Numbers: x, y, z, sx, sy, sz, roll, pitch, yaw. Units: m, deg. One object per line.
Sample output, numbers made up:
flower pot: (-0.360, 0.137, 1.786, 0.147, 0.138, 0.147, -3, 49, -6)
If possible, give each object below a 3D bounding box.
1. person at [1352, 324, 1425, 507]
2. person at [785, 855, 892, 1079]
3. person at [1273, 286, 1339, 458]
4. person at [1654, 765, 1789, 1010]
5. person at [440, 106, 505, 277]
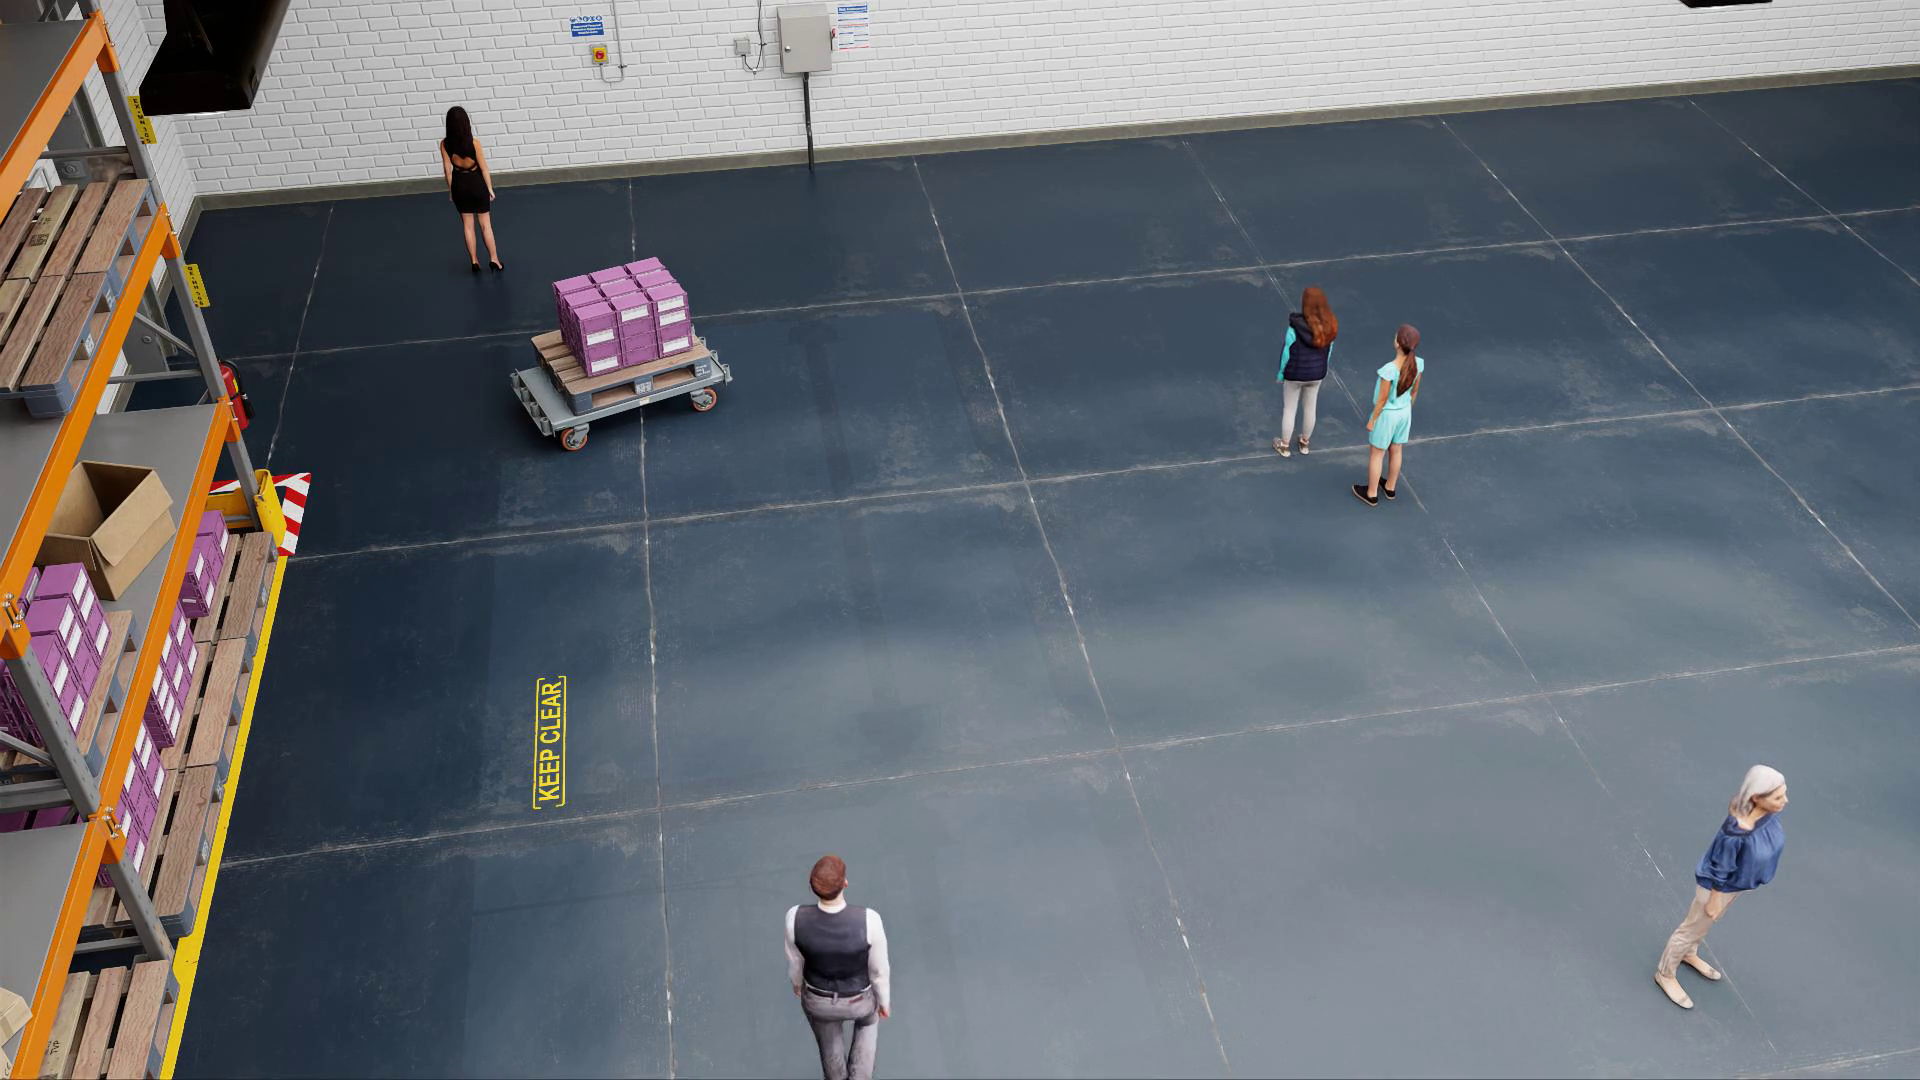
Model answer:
person: (3.281, -0.958, 12.640, 0.602, 1.558, 0.608, -16, 41, -19)
person: (-0.604, 2.312, 8.250, 0.745, 1.927, 0.743, 2, 39, 3)
person: (2.723, -1.329, 13.150, 0.580, 1.502, 0.578, -7, 39, -9)
person: (4.141, 1.845, 9.021, 0.707, 1.694, 0.727, -28, 47, -31)
person: (-4.541, -3.223, 15.404, 0.599, 1.648, 0.536, -1, 39, -1)
